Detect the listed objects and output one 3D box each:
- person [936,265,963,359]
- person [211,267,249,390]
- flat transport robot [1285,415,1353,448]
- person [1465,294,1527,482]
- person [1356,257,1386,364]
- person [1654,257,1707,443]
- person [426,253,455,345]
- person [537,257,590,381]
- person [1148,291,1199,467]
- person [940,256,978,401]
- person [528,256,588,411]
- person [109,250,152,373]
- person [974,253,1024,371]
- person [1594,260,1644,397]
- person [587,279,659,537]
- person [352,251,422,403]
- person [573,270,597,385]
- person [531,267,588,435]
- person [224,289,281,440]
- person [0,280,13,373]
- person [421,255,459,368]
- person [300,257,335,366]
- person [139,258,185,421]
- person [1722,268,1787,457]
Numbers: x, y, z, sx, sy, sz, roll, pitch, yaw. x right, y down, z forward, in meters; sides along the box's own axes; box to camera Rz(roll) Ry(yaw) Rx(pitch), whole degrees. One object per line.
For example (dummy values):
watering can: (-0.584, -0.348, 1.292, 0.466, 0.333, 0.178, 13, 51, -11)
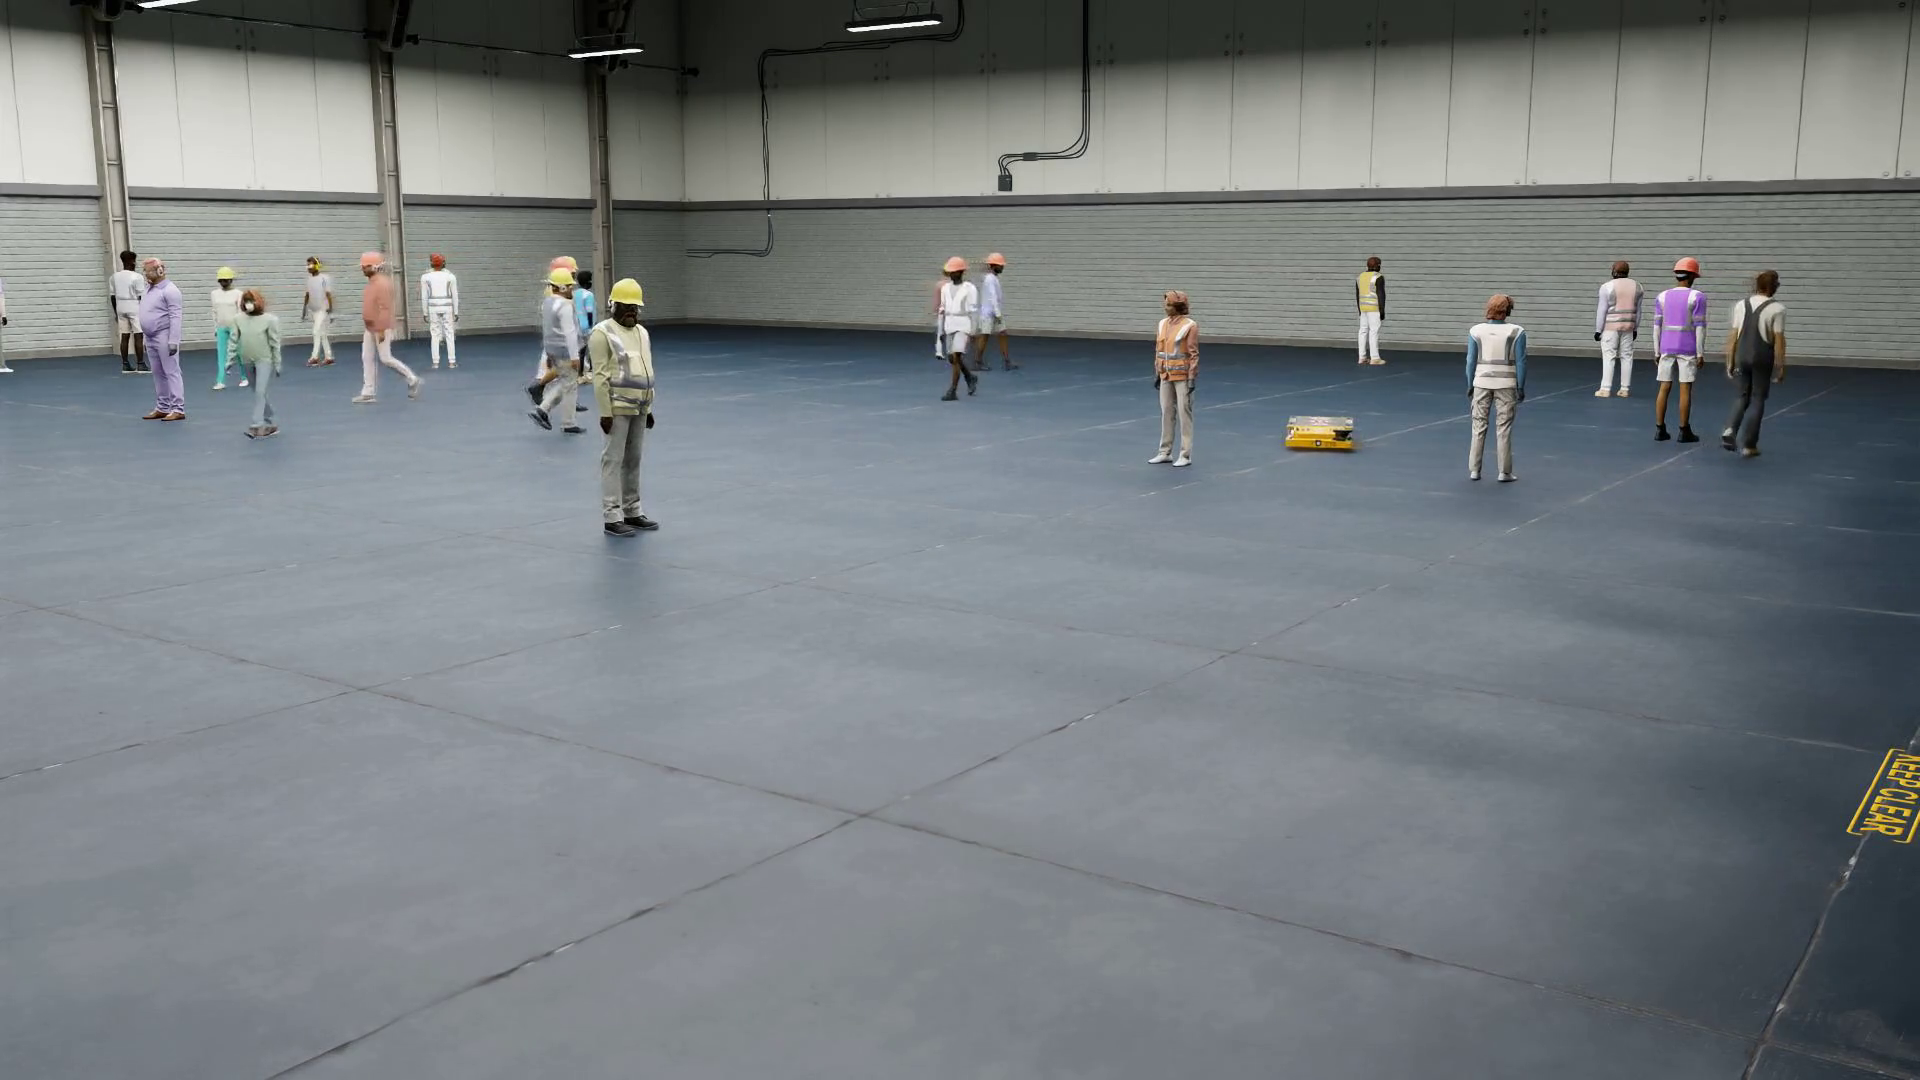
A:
person: (-0.211, -4.121, 29.965, 0.536, 1.722, 0.897, 4, 11, 21)
person: (-10.488, -3.030, 23.901, 0.538, 1.749, 0.770, 1, 10, 4)
flat transport robot: (3.749, -1.134, 17.298, 0.652, 0.197, 1.431, 2, 10, 13)
person: (4.667, -1.319, 14.499, 0.522, 1.640, 0.306, 6, 12, 32)
person: (7.101, -3.945, 28.646, 0.429, 1.845, 0.621, -6, 12, -29)
person: (7.545, -1.985, 17.426, 0.369, 1.929, 0.542, -9, 14, -41)
person: (-10.682, -4.916, 34.007, 0.591, 1.874, 0.416, 6, 12, 30)
person: (-5.926, -3.327, 25.102, 1.036, 1.860, 0.615, -3, 11, -18)
person: (2.018, -1.502, 15.538, 0.314, 1.636, 0.514, -7, 13, -36)
person: (0.005, -2.822, 22.186, 0.553, 1.911, 0.842, 7, 12, 35)
person: (-4.971, -2.530, 20.520, 0.626, 1.921, 0.545, 1, 10, 7)
person: (-13.276, -3.649, 26.638, 0.612, 1.962, 0.363, 2, 10, 12)
person: (0.636, -3.675, 26.952, 0.910, 1.895, 0.548, 3, 10, 14)
person: (8.891, -2.851, 22.518, 0.622, 1.845, 0.429, -1, 10, -7)
person: (-2.385, -0.948, 11.901, 0.404, 1.826, 0.587, 5, 11, 25)
person: (-7.564, -2.782, 21.758, 0.614, 1.973, 0.835, 9, 14, 42)
person: (-5.460, -3.105, 24.376, 0.450, 1.682, 0.535, -10, 14, -44)
person: (-4.309, -2.020, 17.931, 0.495, 1.817, 0.597, -6, 12, -32)
person: (-7.520, -1.867, 17.698, 0.517, 1.588, 0.845, 1, 10, 7)
person: (-15.563, -3.629, 26.631, 0.584, 1.928, 0.374, 0, 10, 2)
person: (-8.648, -3.796, 27.697, 0.581, 1.881, 0.351, -3, 11, -17)
person: (-10.982, -3.865, 28.215, 0.525, 1.838, 0.857, 6, 12, 29)
person: (-9.403, -2.352, 19.544, 0.639, 1.908, 0.409, 7, 12, 34)
person: (7.735, -1.712, 16.156, 0.424, 1.832, 0.547, -7, 12, -35)
